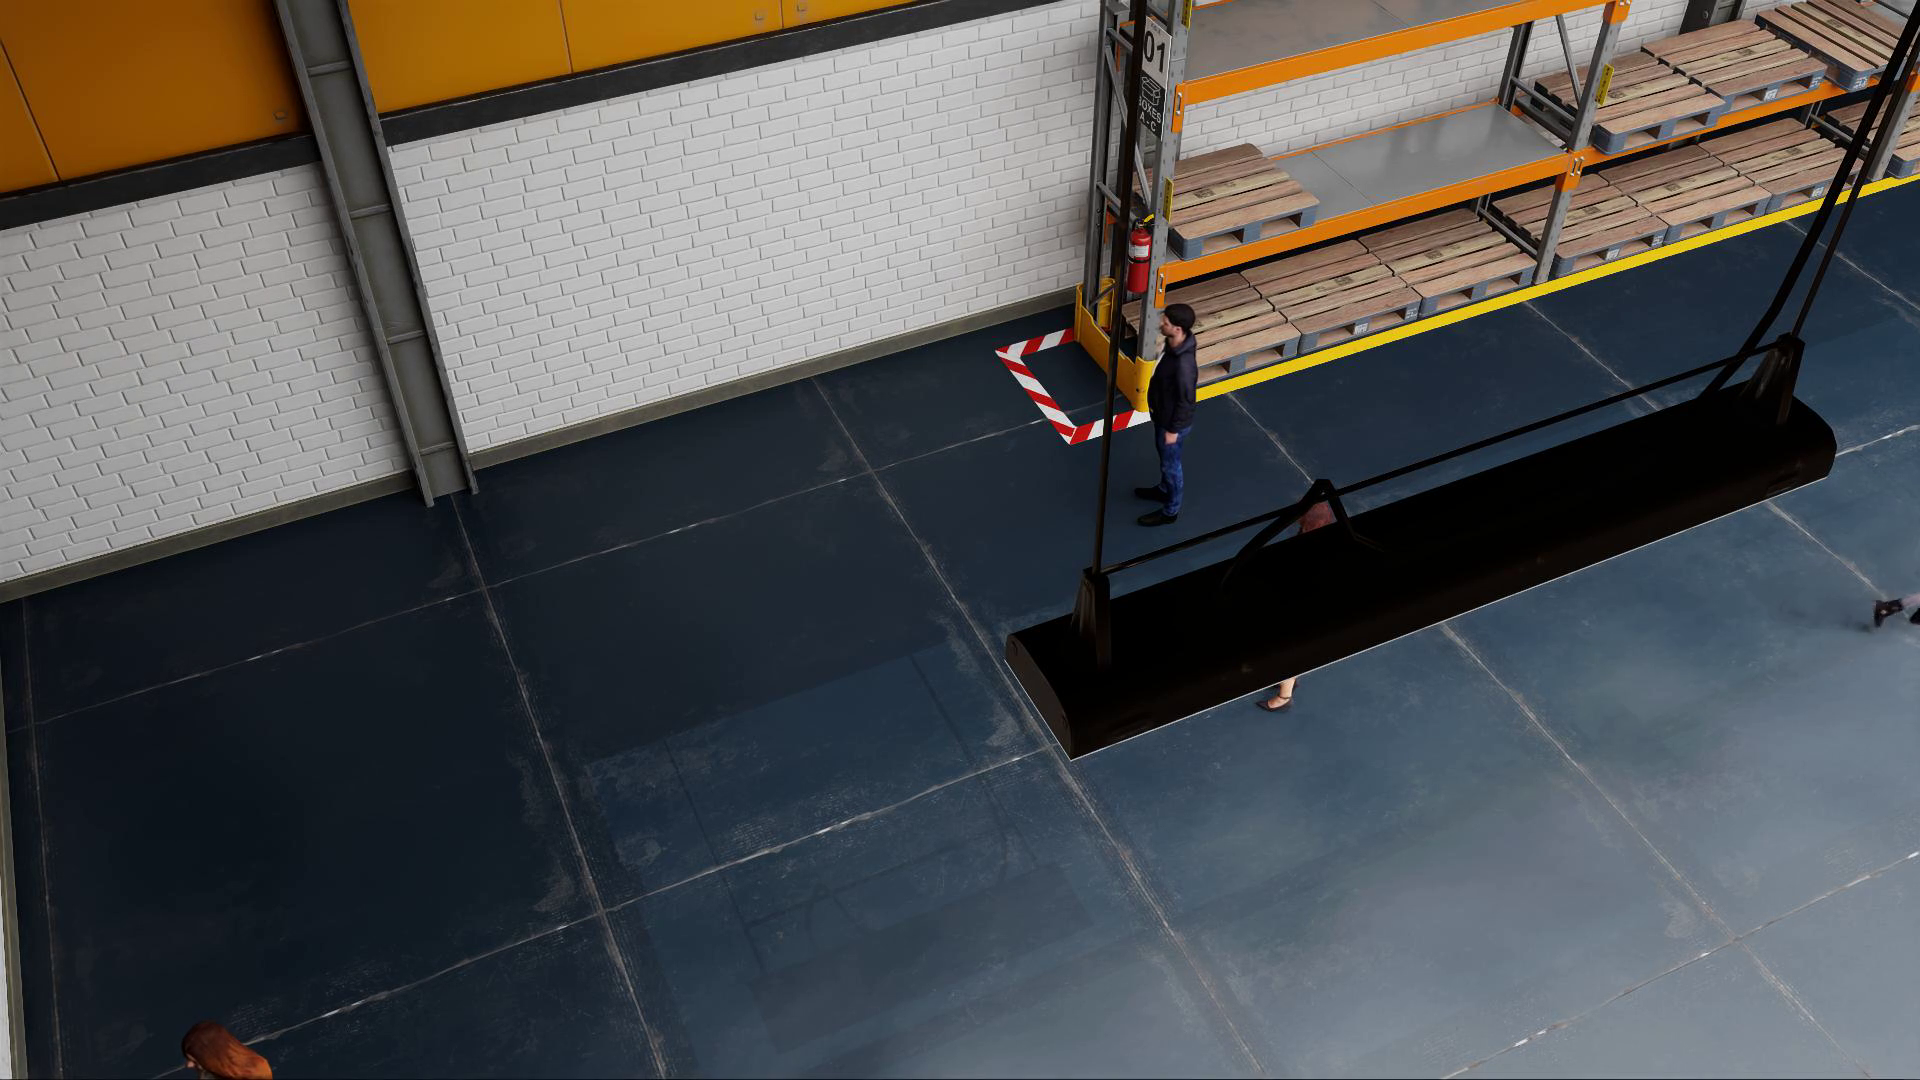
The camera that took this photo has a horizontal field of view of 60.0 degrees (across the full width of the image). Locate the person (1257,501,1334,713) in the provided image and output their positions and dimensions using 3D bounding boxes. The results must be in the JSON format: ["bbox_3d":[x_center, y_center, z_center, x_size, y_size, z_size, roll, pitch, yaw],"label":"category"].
[{"bbox_3d":[2.133,0.415,10.503,0.704,1.796,0.620,19,47,19],"label":"person"}]

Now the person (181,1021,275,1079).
[{"bbox_3d":[-3.371,2.778,8.080,0.711,1.716,0.759,17,46,17],"label":"person"}]

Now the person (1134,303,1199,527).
[{"bbox_3d":[1.516,-0.901,11.813,0.726,1.895,0.751,0,44,0],"label":"person"}]
